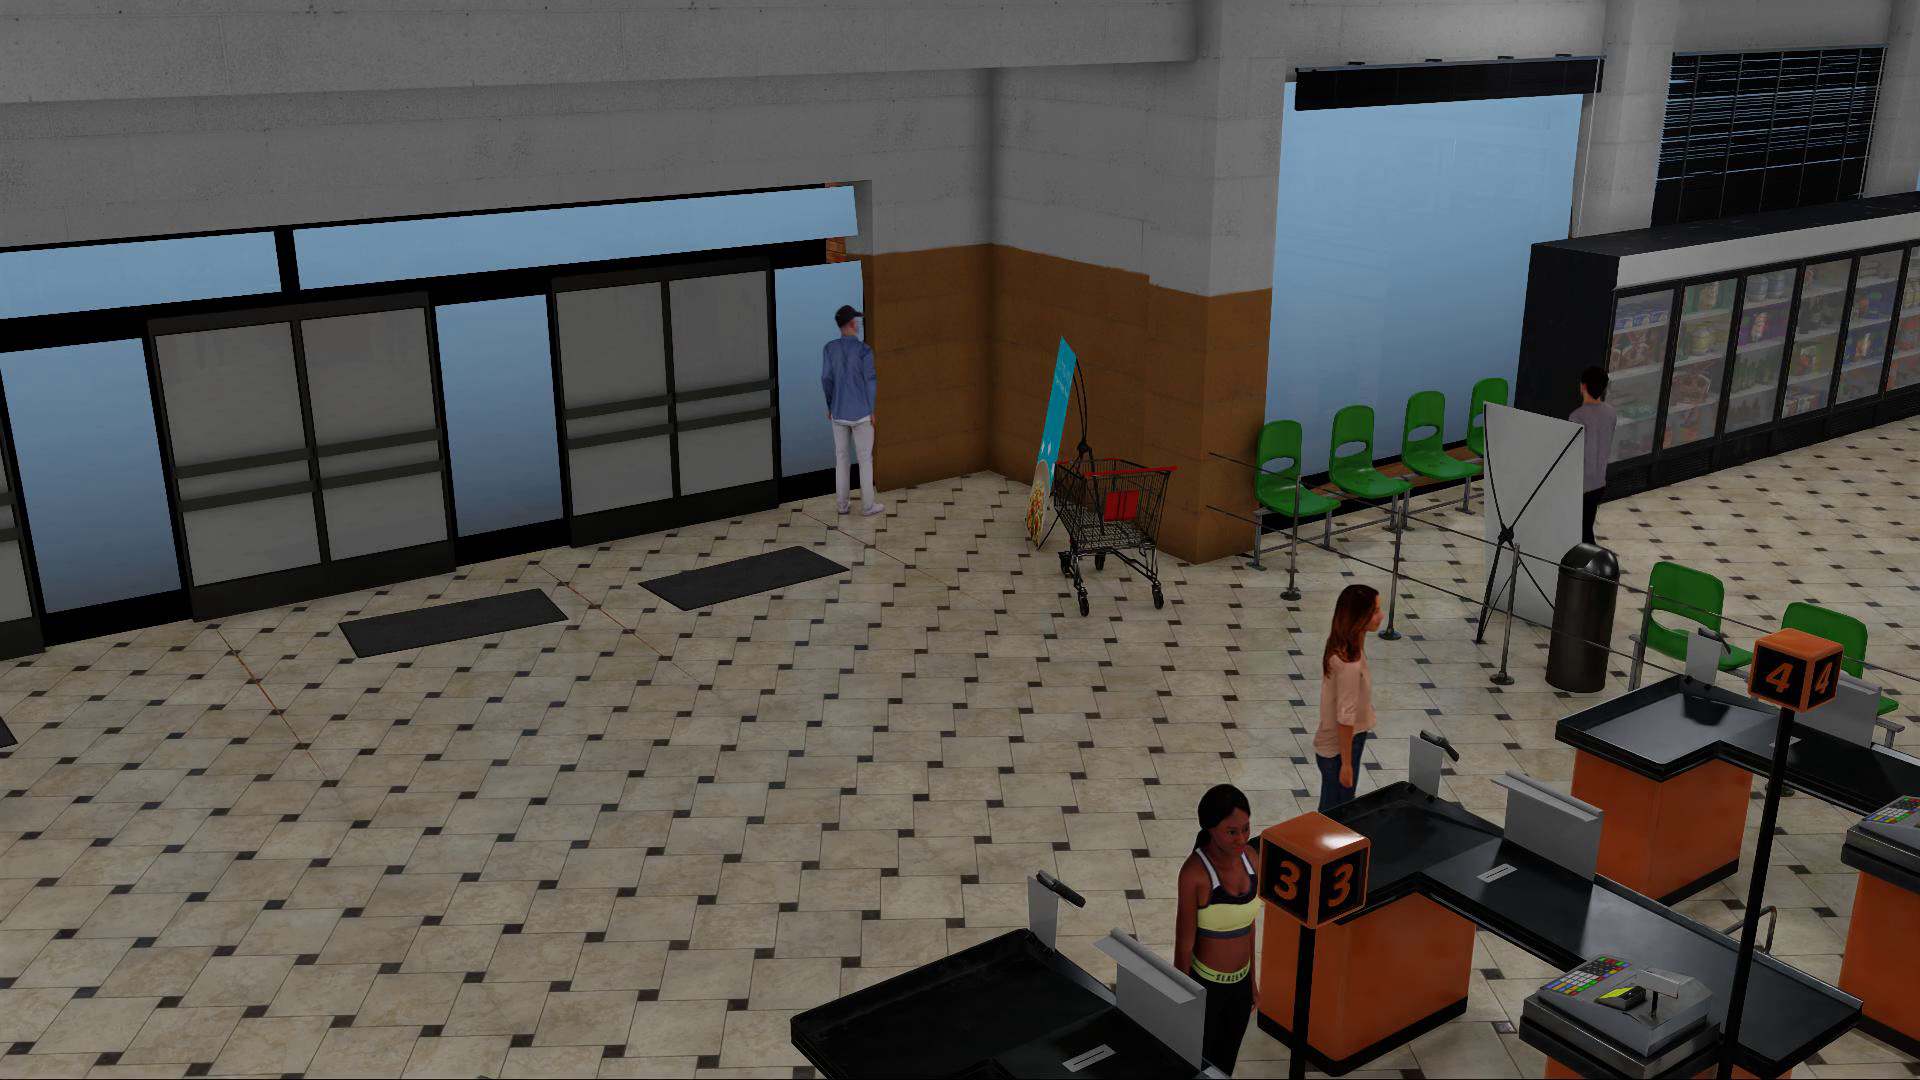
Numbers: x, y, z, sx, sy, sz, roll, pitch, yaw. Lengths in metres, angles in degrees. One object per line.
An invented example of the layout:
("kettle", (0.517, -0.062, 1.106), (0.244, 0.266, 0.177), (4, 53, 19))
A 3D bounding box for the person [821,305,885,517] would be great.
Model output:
("person", (-0.960, -1.148, 14.795), (0.701, 1.886, 0.803), (7, 20, 21))

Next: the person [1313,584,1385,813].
("person", (1.916, 1.061, 8.393), (0.718, 1.791, 0.669), (4, 19, 12))

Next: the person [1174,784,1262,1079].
("person", (0.972, 1.739, 6.438), (0.564, 1.755, 0.503), (-12, 22, -31))
